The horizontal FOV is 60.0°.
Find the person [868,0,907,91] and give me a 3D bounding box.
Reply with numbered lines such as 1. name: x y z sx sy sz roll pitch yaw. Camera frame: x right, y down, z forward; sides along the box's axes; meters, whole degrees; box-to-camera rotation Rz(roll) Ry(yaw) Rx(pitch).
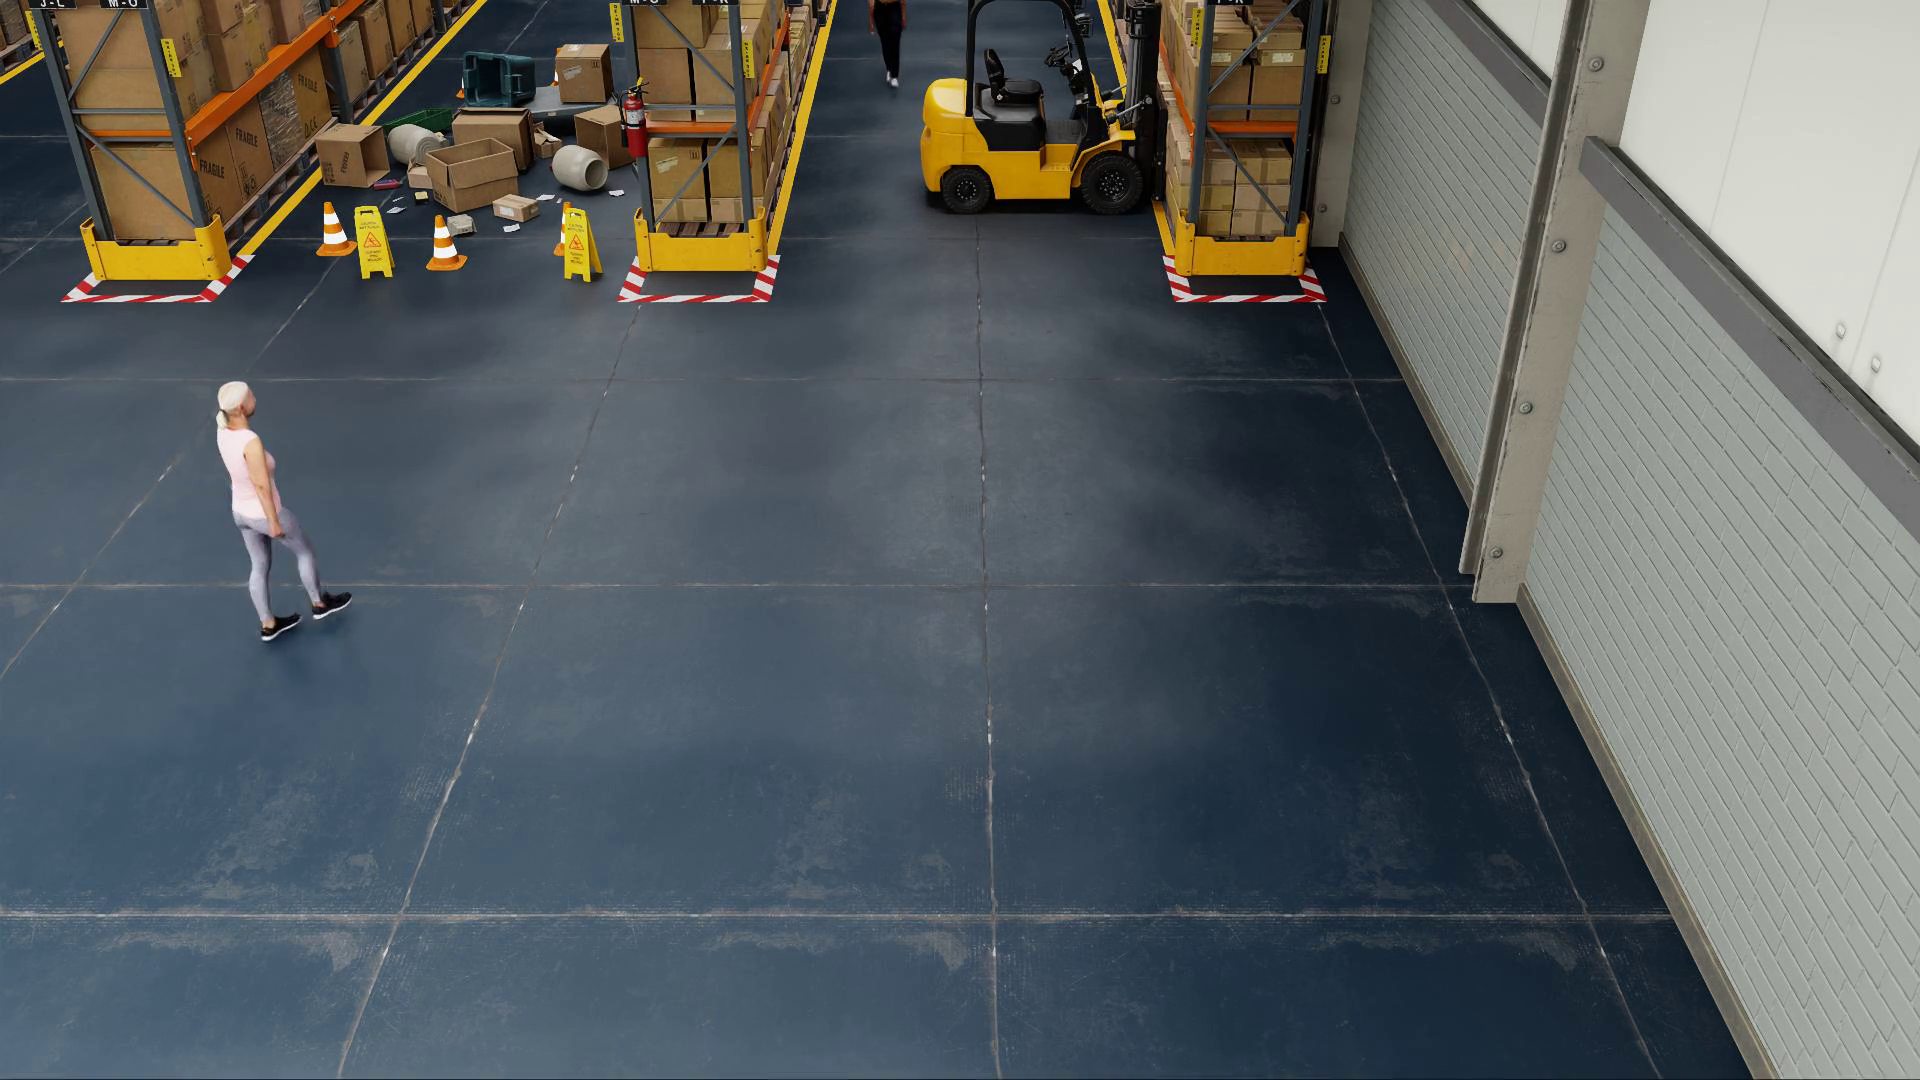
1. person: -0.856 -6.213 19.756 0.602 1.599 1.007 1 32 1

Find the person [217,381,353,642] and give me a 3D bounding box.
1. person: -4.277 -0.129 10.005 0.804 1.712 0.914 20 37 28
